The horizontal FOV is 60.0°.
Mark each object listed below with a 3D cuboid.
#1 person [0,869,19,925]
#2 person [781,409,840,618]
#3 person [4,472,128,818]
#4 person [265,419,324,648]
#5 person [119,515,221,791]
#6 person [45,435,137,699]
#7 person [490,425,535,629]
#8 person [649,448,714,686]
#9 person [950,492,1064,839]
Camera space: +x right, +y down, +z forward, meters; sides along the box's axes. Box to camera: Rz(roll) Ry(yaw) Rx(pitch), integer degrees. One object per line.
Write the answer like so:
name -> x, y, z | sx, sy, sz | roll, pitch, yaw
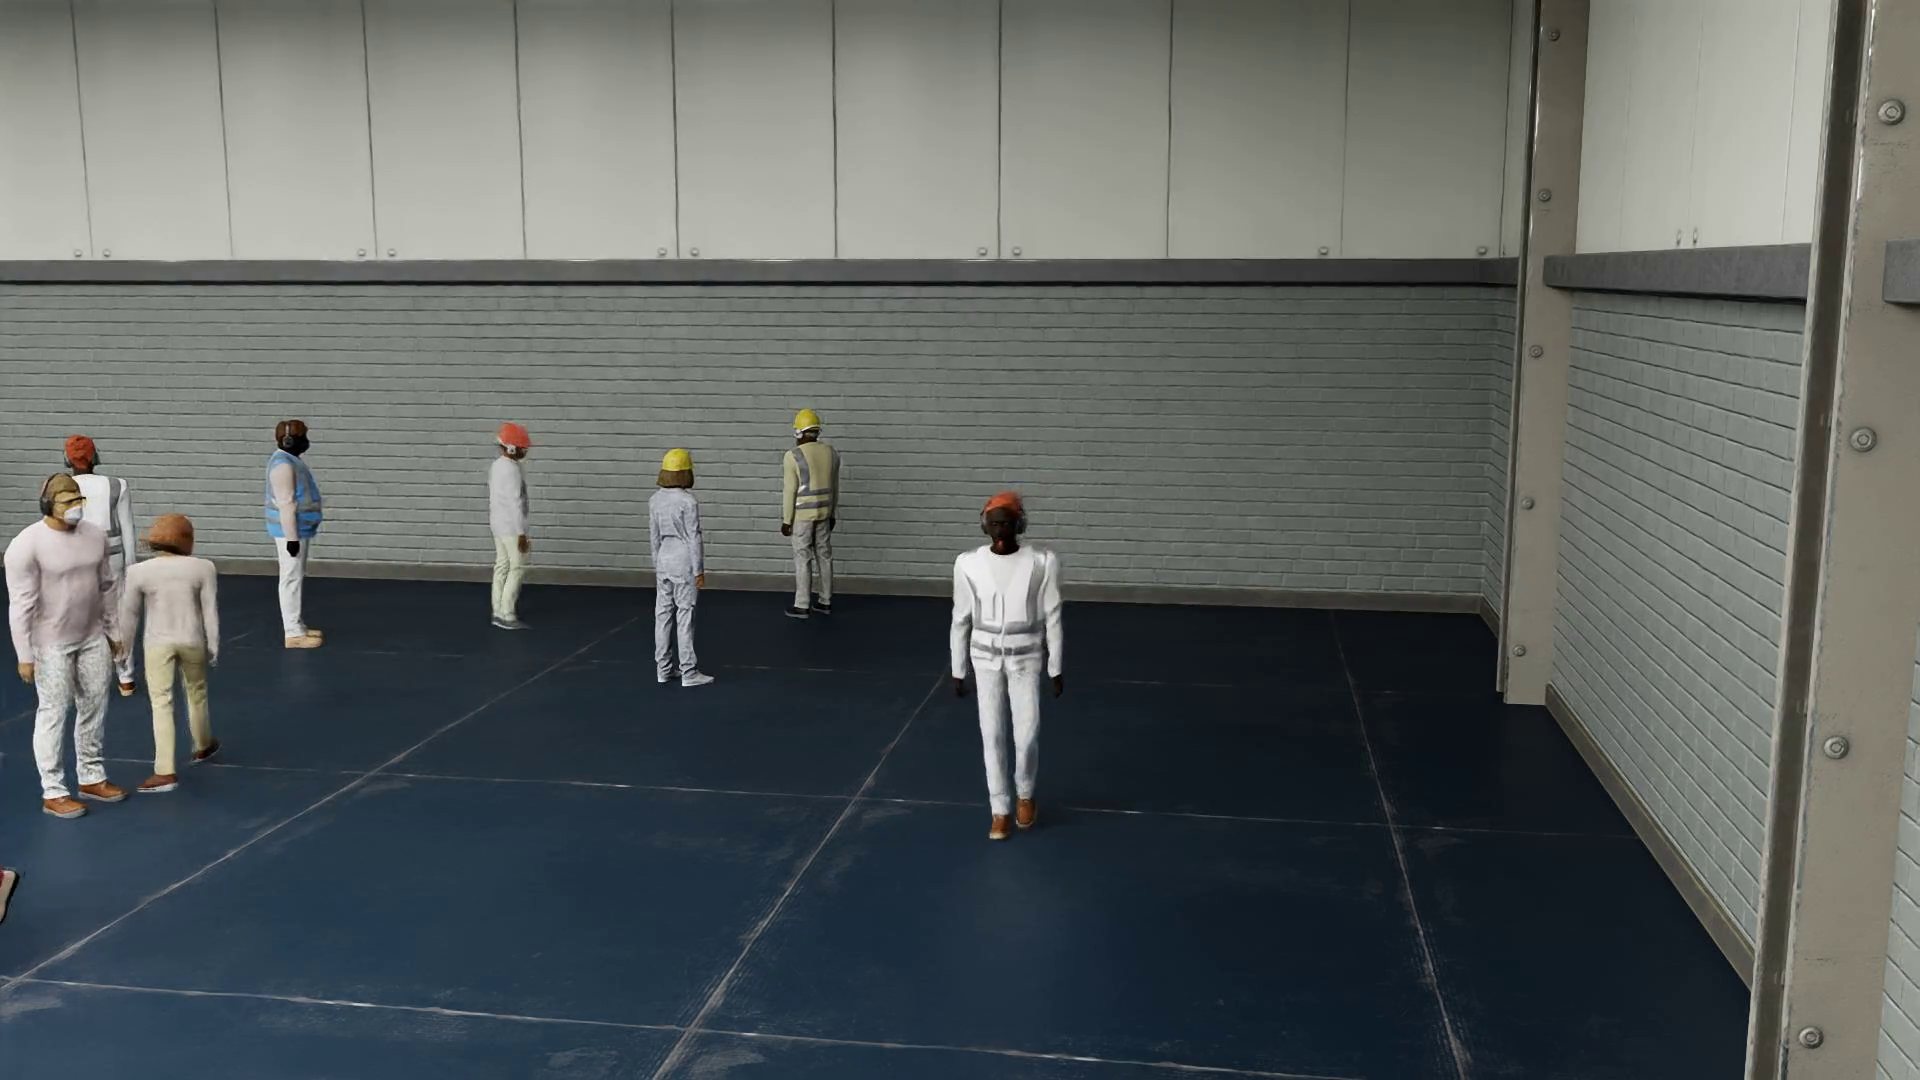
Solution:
person -> -4.329, 1.008, 7.185 | 0.530, 1.748, 0.597 | 2, 9, 12
person -> -1.325, -0.233, 14.571 | 0.595, 1.832, 0.404 | -9, 13, -43
person -> -4.982, 0.577, 9.296 | 0.385, 1.930, 0.647 | 3, 10, 19
person -> -5.380, -0.058, 13.470 | 0.430, 1.844, 0.623 | -3, 10, -18
person -> -4.719, 0.645, 9.949 | 0.561, 1.573, 0.795 | -5, 11, -30
person -> -6.128, 0.197, 11.757 | 0.573, 1.886, 0.353 | -7, 11, -37
person -> -3.803, -0.110, 14.154 | 0.396, 1.733, 0.616 | -5, 11, -30
person -> -2.053, 0.198, 12.190 | 0.487, 1.744, 0.297 | 6, 11, 35
person -> 0.244, 0.676, 8.844 | 0.612, 1.871, 0.412 | 2, 9, 11
